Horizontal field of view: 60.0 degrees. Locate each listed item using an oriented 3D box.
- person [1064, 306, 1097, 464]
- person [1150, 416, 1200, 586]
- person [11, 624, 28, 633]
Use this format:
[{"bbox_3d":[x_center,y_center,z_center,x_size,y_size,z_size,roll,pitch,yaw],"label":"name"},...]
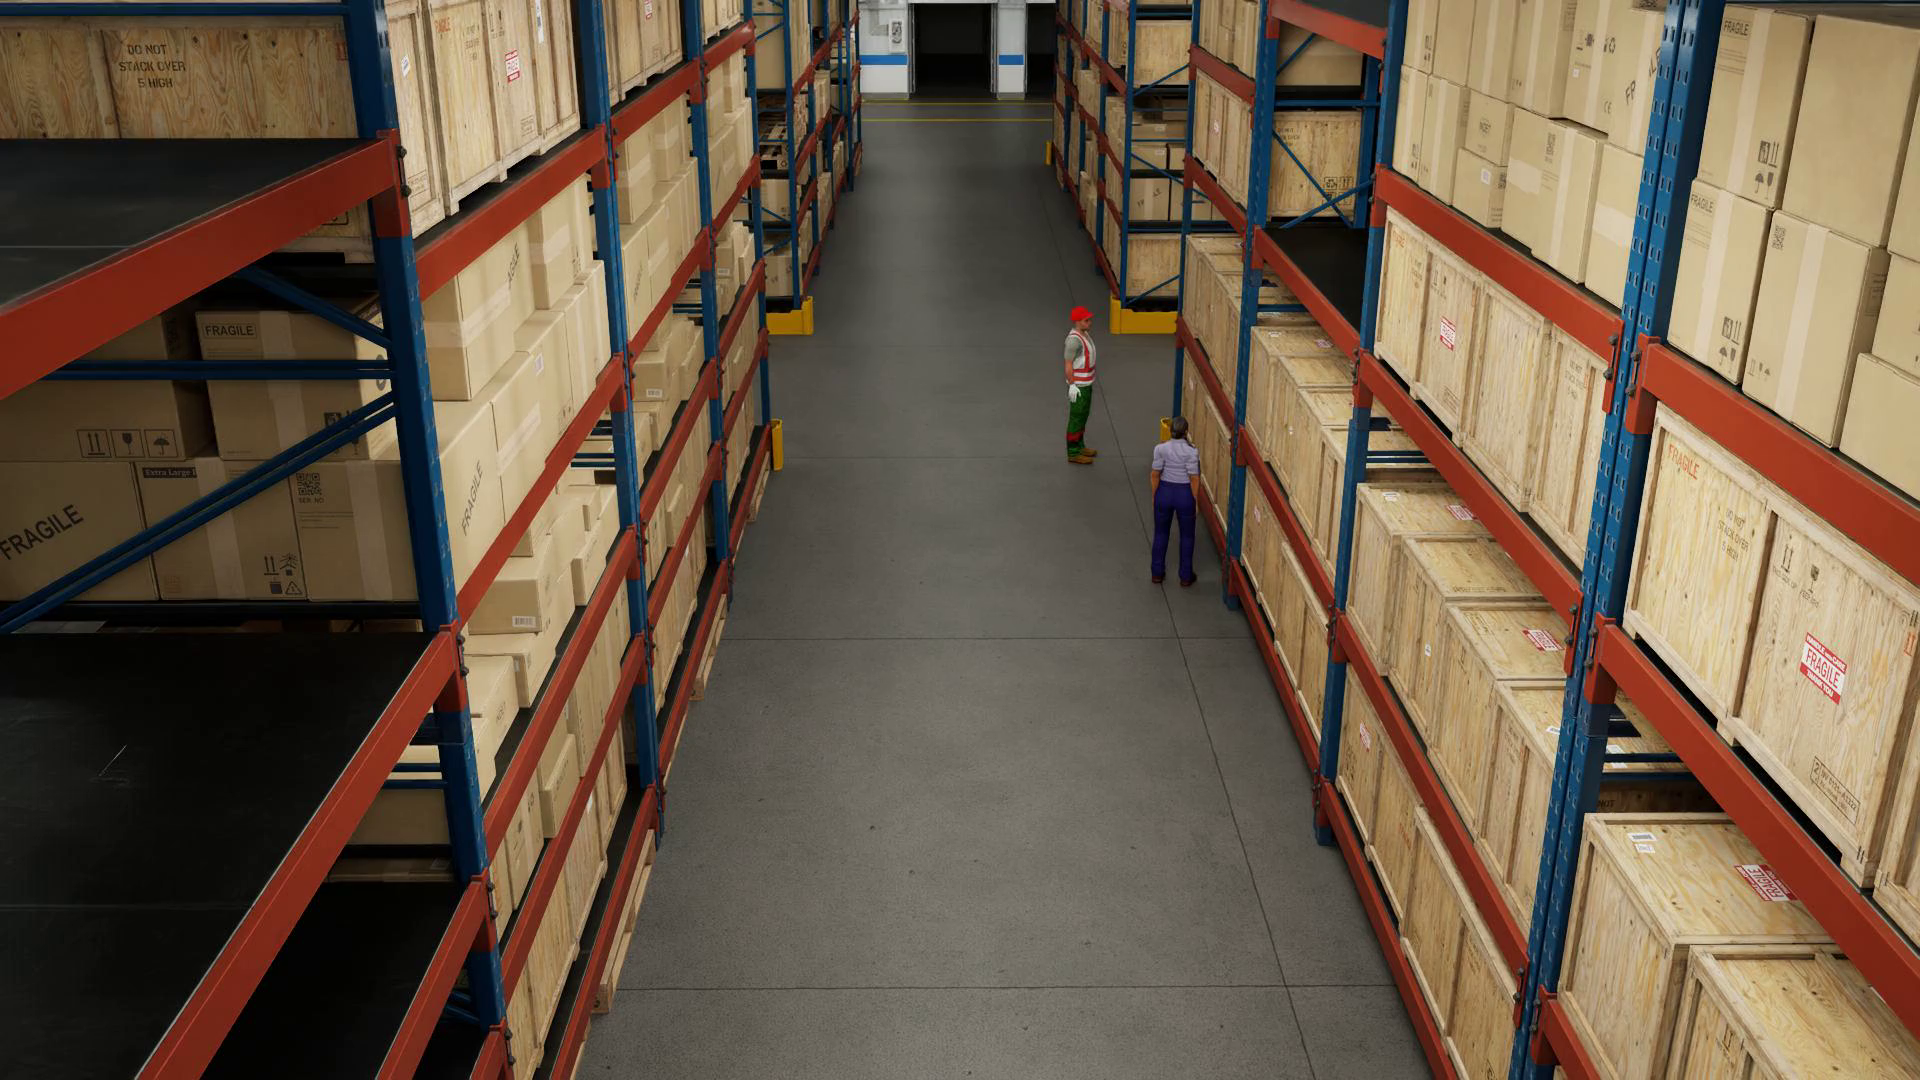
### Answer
[{"bbox_3d":[1.398,-1.785,19.004,0.368,1.795,0.543,6,22,15],"label":"person"},{"bbox_3d":[2.029,-0.380,15.638,0.467,1.649,0.360,7,23,18],"label":"person"},{"bbox_3d":[-6.917,0.957,12.144,0.493,1.674,0.781,-4,22,-10],"label":"person"}]
